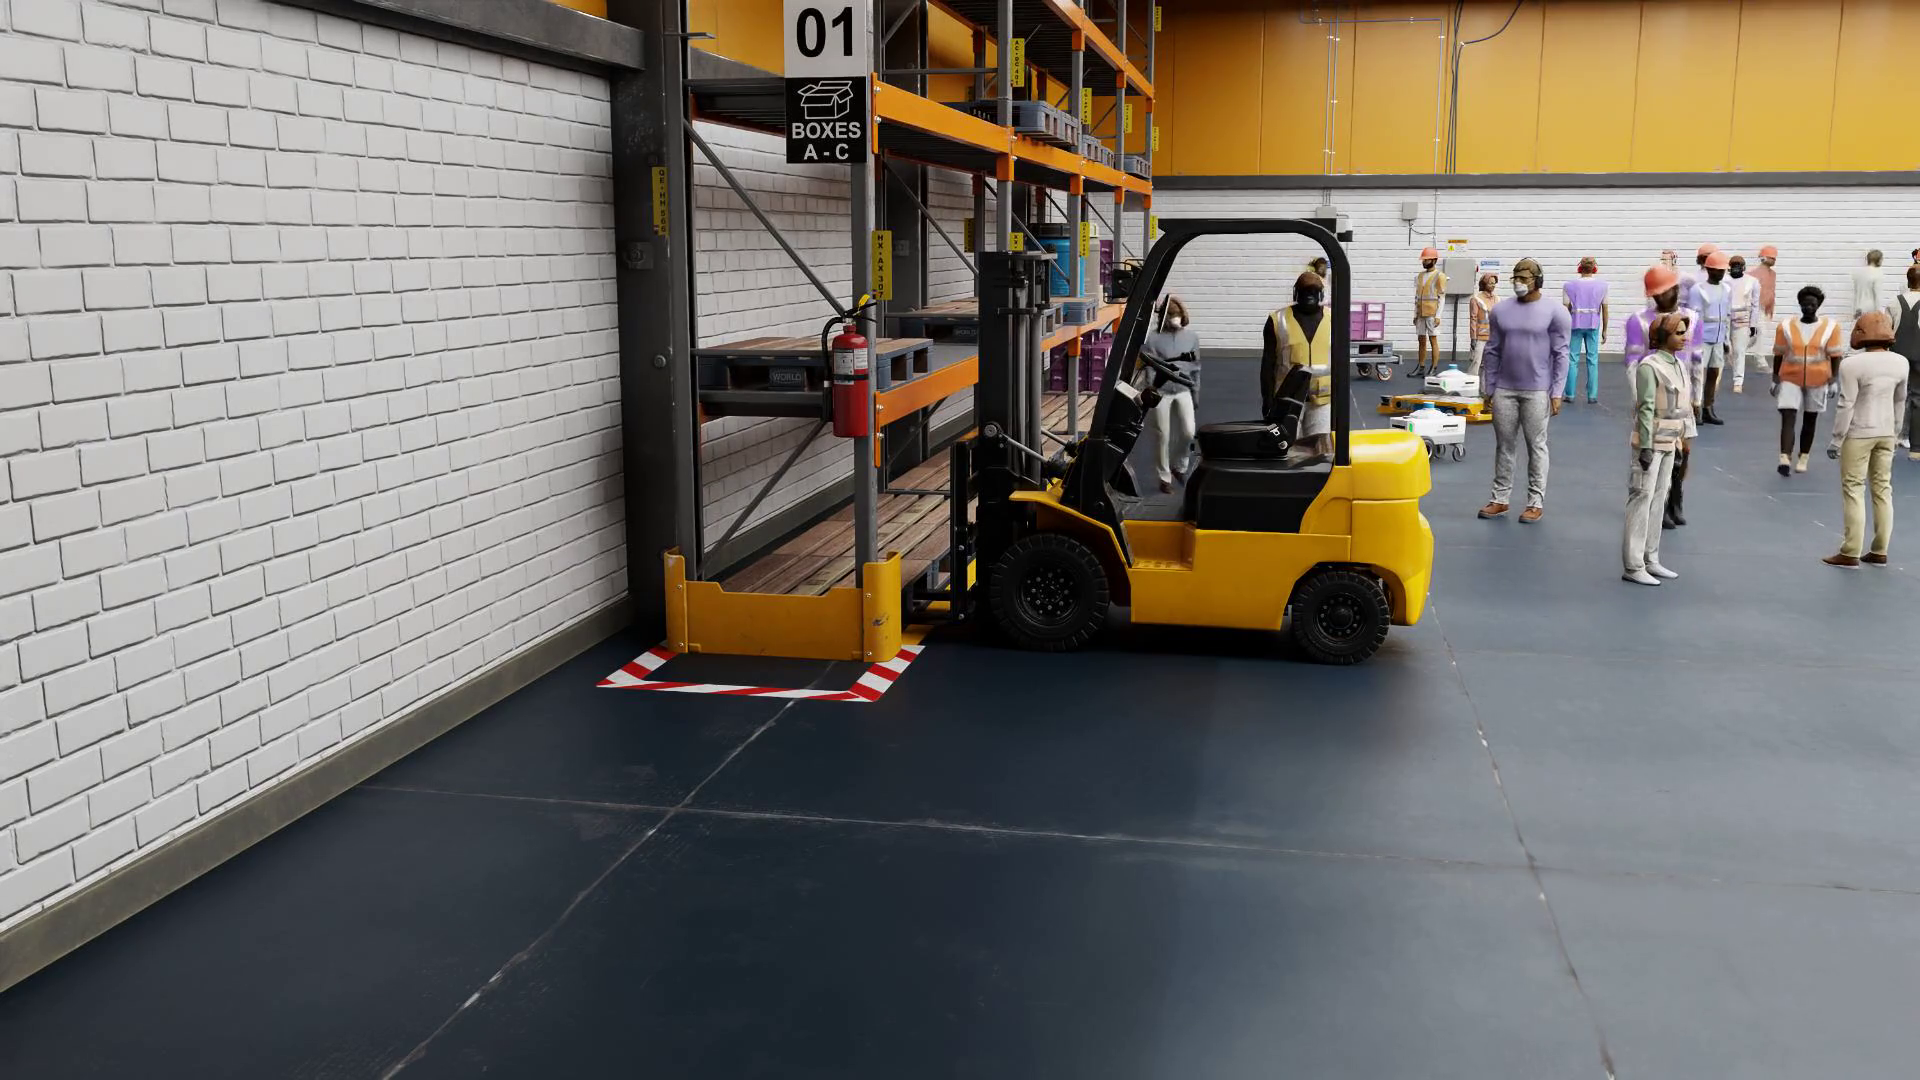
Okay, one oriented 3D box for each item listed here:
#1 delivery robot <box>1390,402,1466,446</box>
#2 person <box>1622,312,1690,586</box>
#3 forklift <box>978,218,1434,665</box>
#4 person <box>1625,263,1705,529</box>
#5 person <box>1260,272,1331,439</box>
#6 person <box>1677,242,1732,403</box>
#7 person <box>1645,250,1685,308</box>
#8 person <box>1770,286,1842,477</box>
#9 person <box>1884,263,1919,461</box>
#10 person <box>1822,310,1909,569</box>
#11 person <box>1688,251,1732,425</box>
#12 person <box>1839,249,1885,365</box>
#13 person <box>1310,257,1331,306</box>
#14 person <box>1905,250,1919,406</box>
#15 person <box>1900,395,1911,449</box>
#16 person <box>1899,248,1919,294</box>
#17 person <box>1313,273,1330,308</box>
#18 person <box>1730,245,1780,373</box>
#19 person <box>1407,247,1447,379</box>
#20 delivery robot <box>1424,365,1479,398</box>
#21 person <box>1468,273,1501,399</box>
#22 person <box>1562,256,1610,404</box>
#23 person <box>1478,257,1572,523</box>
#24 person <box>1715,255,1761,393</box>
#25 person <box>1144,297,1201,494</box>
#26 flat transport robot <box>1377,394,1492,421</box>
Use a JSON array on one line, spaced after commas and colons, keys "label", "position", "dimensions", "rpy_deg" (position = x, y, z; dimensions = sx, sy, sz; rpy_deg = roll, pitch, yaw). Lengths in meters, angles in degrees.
[{"label": "delivery robot", "position": [4.356, -1.043, 15.484], "dimensions": [0.707, 0.478, 0.477], "rpy_deg": [-5, 11, -26]}, {"label": "person", "position": [4.230, -0.555, 10.085], "dimensions": [0.312, 1.642, 0.512], "rpy_deg": [10, 14, 43]}, {"label": "forklift", "position": [1.285, -0.567, 8.635], "dimensions": [2.313, 2.155, 1.214], "rpy_deg": [2, 11, 11]}, {"label": "person", "position": [5.068, -1.029, 11.954], "dimensions": [0.584, 1.904, 0.445], "rpy_deg": [1, 10, 5]}, {"label": "person", "position": [2.506, -1.025, 12.117], "dimensions": [0.634, 1.839, 0.429], "rpy_deg": [0, 10, 2]}, {"label": "person", "position": [9.184, -2.664, 20.600], "dimensions": [0.609, 2.031, 0.435], "rpy_deg": [3, 11, 17]}, {"label": "person", "position": [9.866, -3.101, 23.312], "dimensions": [0.410, 1.909, 0.643], "rpy_deg": [-6, 12, -30]}, {"label": "person", "position": [7.356, -1.370, 14.492], "dimensions": [0.552, 1.648, 0.843], "rpy_deg": [5, 12, 27]}, {"label": "person", "position": [8.921, -1.665, 15.614], "dimensions": [0.516, 1.841, 0.326], "rpy_deg": [9, 14, 42]}, {"label": "person", "position": [5.729, -0.632, 10.527], "dimensions": [0.503, 1.631, 0.282], "rpy_deg": [-2, 11, -13]}, {"label": "person", "position": [8.353, -2.236, 18.519], "dimensions": [0.553, 1.929, 0.390], "rpy_deg": [-3, 11, -18]}, {"label": "person", "position": [14.213, -3.614, 26.140], "dimensions": [0.904, 1.910, 0.640], "rpy_deg": [0, 10, -2]}, {"label": "person", "position": [4.497, -2.638, 21.008], "dimensions": [0.522, 1.818, 0.947], "rpy_deg": [-4, 11, -21]}, {"label": "person", "position": [11.326, -2.472, 19.622], "dimensions": [0.623, 1.992, 0.396], "rpy_deg": [-9, 14, -41]}, {"label": "person", "position": [9.503, -1.764, 16.092], "dimensions": [0.599, 1.861, 1.017], "rpy_deg": [0, 10, 0]}, {"label": "person", "position": [11.858, -2.633, 20.596], "dimensions": [0.608, 1.962, 0.374], "rpy_deg": [-2, 10, -8]}, {"label": "person", "position": [3.342, -1.666, 15.885], "dimensions": [0.538, 1.755, 0.379], "rpy_deg": [2, 10, 10]}, {"label": "person", "position": [12.366, -3.584, 25.794], "dimensions": [0.622, 1.971, 0.782], "rpy_deg": [-7, 12, -33]}, {"label": "person", "position": [6.911, -3.351, 24.599], "dimensions": [0.362, 1.938, 0.545], "rpy_deg": [-6, 12, -29]}, {"label": "delivery robot", "position": [5.911, -1.864, 19.984], "dimensions": [0.707, 0.478, 0.477], "rpy_deg": [-7, 13, -36]}, {"label": "person", "position": [6.542, -2.499, 20.748], "dimensions": [0.519, 1.640, 0.307], "rpy_deg": [-6, 12, -31]}, {"label": "person", "position": [7.845, -2.633, 20.915], "dimensions": [0.571, 1.843, 0.373], "rpy_deg": [2, 11, 12]}, {"label": "person", "position": [4.145, -1.093, 12.227], "dimensions": [0.366, 1.935, 0.630], "rpy_deg": [-10, 14, -44]}, {"label": "person", "position": [10.386, -2.900, 22.390], "dimensions": [0.633, 1.842, 0.429], "rpy_deg": [7, 12, 33]}, {"label": "person", "position": [1.722, -1.161, 13.496], "dimensions": [0.505, 1.615, 0.384], "rpy_deg": [-2, 11, -12]}, {"label": "flat transport robot", "position": [5.608, -1.543, 19.261], "dimensions": [0.652, 0.197, 1.431], "rpy_deg": [-8, 13, -36]}]
